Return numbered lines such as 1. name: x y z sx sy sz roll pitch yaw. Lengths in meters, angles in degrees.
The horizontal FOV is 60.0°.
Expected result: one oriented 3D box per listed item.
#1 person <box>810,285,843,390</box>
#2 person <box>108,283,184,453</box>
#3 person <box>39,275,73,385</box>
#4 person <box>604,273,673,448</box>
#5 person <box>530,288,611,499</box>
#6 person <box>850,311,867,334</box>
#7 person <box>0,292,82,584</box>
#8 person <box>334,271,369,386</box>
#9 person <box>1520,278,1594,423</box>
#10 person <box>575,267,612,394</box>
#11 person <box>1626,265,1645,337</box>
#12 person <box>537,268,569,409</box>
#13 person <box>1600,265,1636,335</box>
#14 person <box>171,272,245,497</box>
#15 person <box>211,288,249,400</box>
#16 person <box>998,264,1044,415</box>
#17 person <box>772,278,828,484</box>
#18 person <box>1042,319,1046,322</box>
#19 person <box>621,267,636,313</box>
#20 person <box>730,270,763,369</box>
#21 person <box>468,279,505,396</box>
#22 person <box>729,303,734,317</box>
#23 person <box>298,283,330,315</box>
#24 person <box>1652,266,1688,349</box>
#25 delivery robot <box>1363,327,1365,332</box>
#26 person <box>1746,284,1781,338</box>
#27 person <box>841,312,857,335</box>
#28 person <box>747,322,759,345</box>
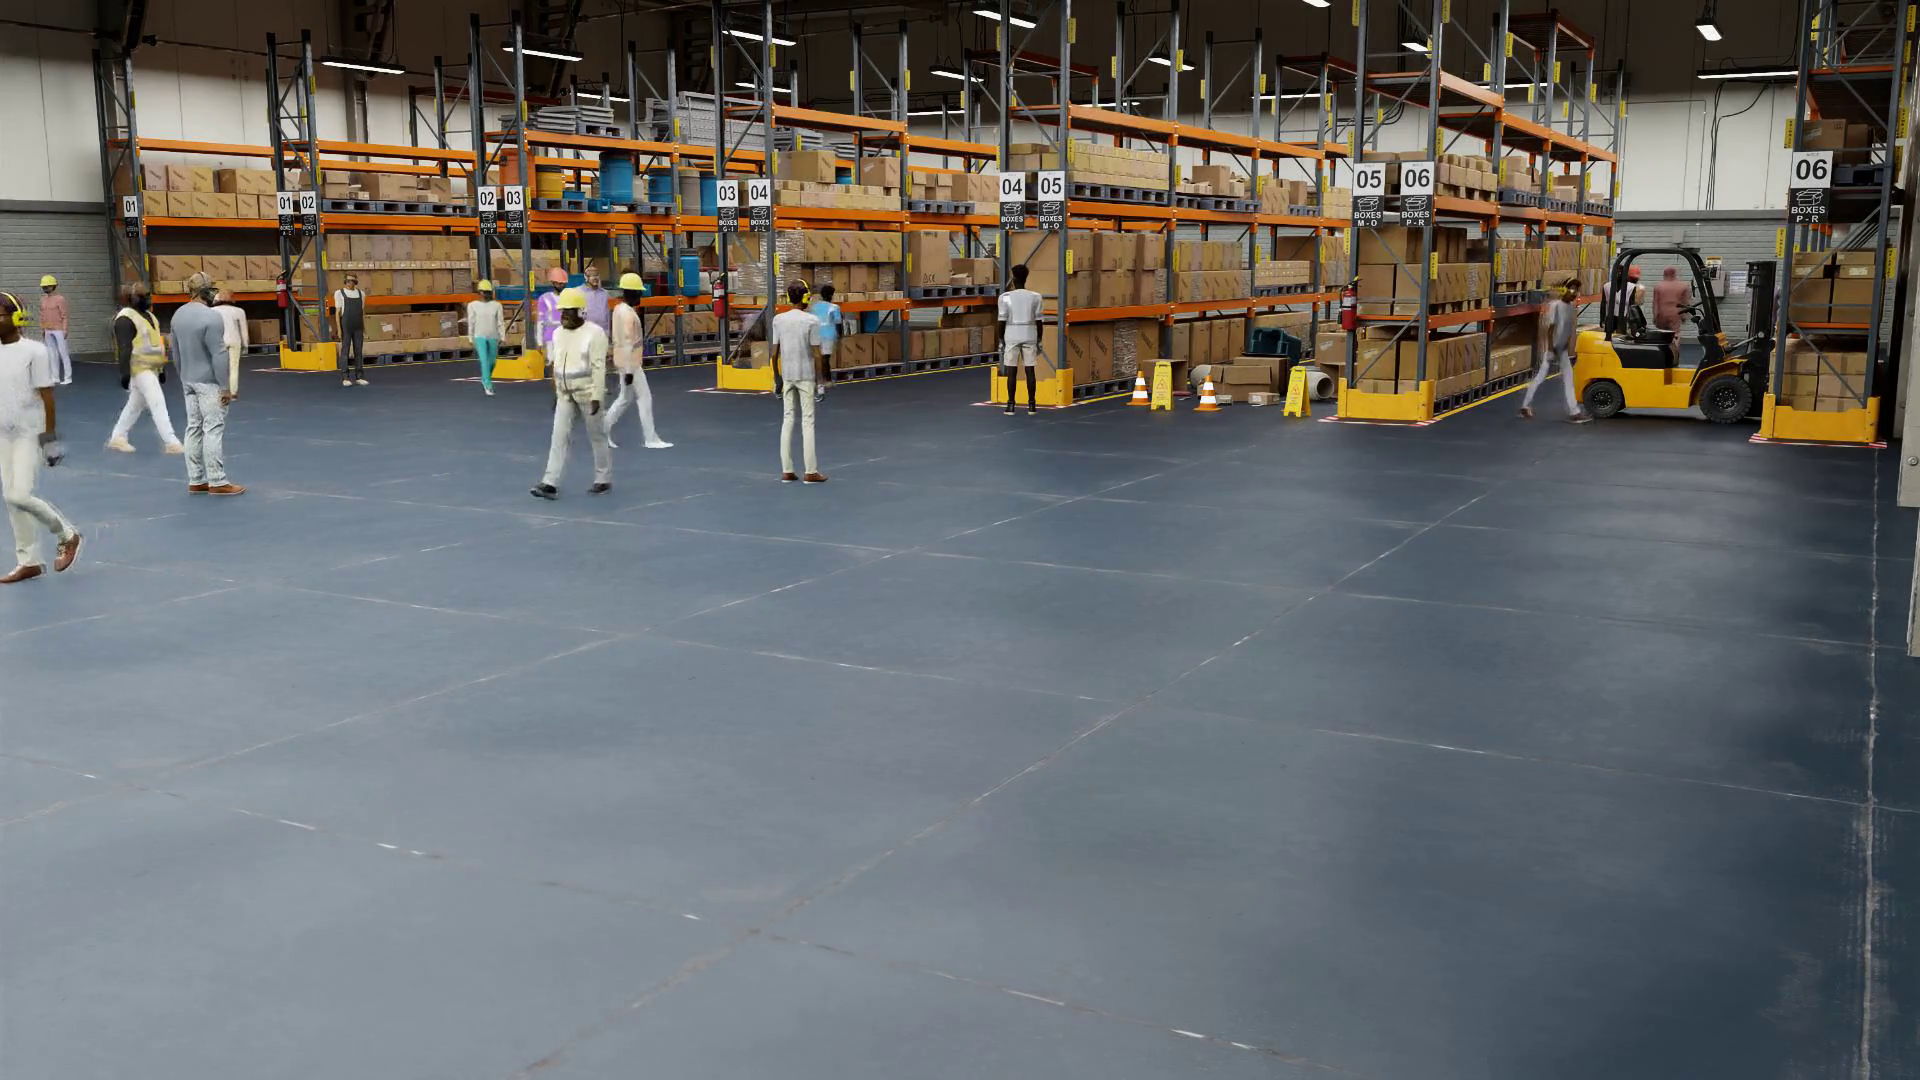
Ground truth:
1. person: -2.111 -3.120 25.720 0.538 1.646 0.920 4 11 24
2. person: -8.604 -1.798 17.485 0.940 1.801 0.635 0 10 -2
3. person: -14.622 -3.378 26.827 0.533 1.765 0.330 3 10 19
4. person: -3.561 -1.916 17.878 0.809 1.901 0.596 -4 10 -22
5. person: -3.295 -1.231 14.153 0.609 1.787 0.883 4 11 24
6. person: -2.158 -4.740 34.121 0.611 1.996 0.378 5 11 26
7. person: -5.995 -0.650 10.606 0.531 1.850 0.435 4 10 21
8. person: -9.729 -3.380 26.624 0.344 1.839 0.505 9 13 43
9. person: 7.501 -2.384 20.899 0.598 1.809 1.017 -6 12 -33
10. person: -5.479 -3.114 24.857 0.405 1.911 0.636 9 14 44
11. person: 12.441 -4.166 31.039 0.565 1.907 0.712 -1 10 -9
12. person: -5.291 -2.659 22.210 0.578 1.895 0.918 -6 12 -33
13. person: 11.887 -4.014 30.098 0.591 1.919 0.392 6 11 32
14. person: -6.528 -1.338 14.374 0.634 1.936 0.351 6 11 32
15. person: -10.629 -2.850 24.198 0.517 1.594 0.822 -4 10 -20
16. person: 0.791 -2.611 21.740 0.607 1.967 0.367 -1 10 -6
17. person: -1.475 -1.450 15.228 0.518 1.870 0.323 4 11 23
18. person: 1.123 -3.540 27.000 0.606 2.035 0.403 6 11 31
19. person: -6.993 -4.806 34.975 0.661 1.831 0.474 8 13 39
20. person: -3.914 -4.132 30.617 1.078 1.992 0.627 -9 13 -43
21. person: -7.131 -3.055 25.014 0.527 1.745 0.727 -5 11 -29
22. person: -6.089 -6.343 43.834 0.584 1.882 0.337 5 11 29
23. person: -12.990 -4.556 33.514 0.668 1.844 0.430 2 10 10
24. person: 13.815 -4.389 32.400 0.638 1.885 0.672 2 10 11
25. delivery robot: 9.125 -4.652 37.547 0.707 0.478 0.477 -2 10 -10
26. person: 13.938 -3.792 28.806 0.585 1.921 0.392 5 11 29
27. person: -2.119 -4.264 32.387 0.500 1.636 0.280 8 12 38
28. person: -4.516 -4.978 36.556 0.515 1.641 0.314 9 13 43
